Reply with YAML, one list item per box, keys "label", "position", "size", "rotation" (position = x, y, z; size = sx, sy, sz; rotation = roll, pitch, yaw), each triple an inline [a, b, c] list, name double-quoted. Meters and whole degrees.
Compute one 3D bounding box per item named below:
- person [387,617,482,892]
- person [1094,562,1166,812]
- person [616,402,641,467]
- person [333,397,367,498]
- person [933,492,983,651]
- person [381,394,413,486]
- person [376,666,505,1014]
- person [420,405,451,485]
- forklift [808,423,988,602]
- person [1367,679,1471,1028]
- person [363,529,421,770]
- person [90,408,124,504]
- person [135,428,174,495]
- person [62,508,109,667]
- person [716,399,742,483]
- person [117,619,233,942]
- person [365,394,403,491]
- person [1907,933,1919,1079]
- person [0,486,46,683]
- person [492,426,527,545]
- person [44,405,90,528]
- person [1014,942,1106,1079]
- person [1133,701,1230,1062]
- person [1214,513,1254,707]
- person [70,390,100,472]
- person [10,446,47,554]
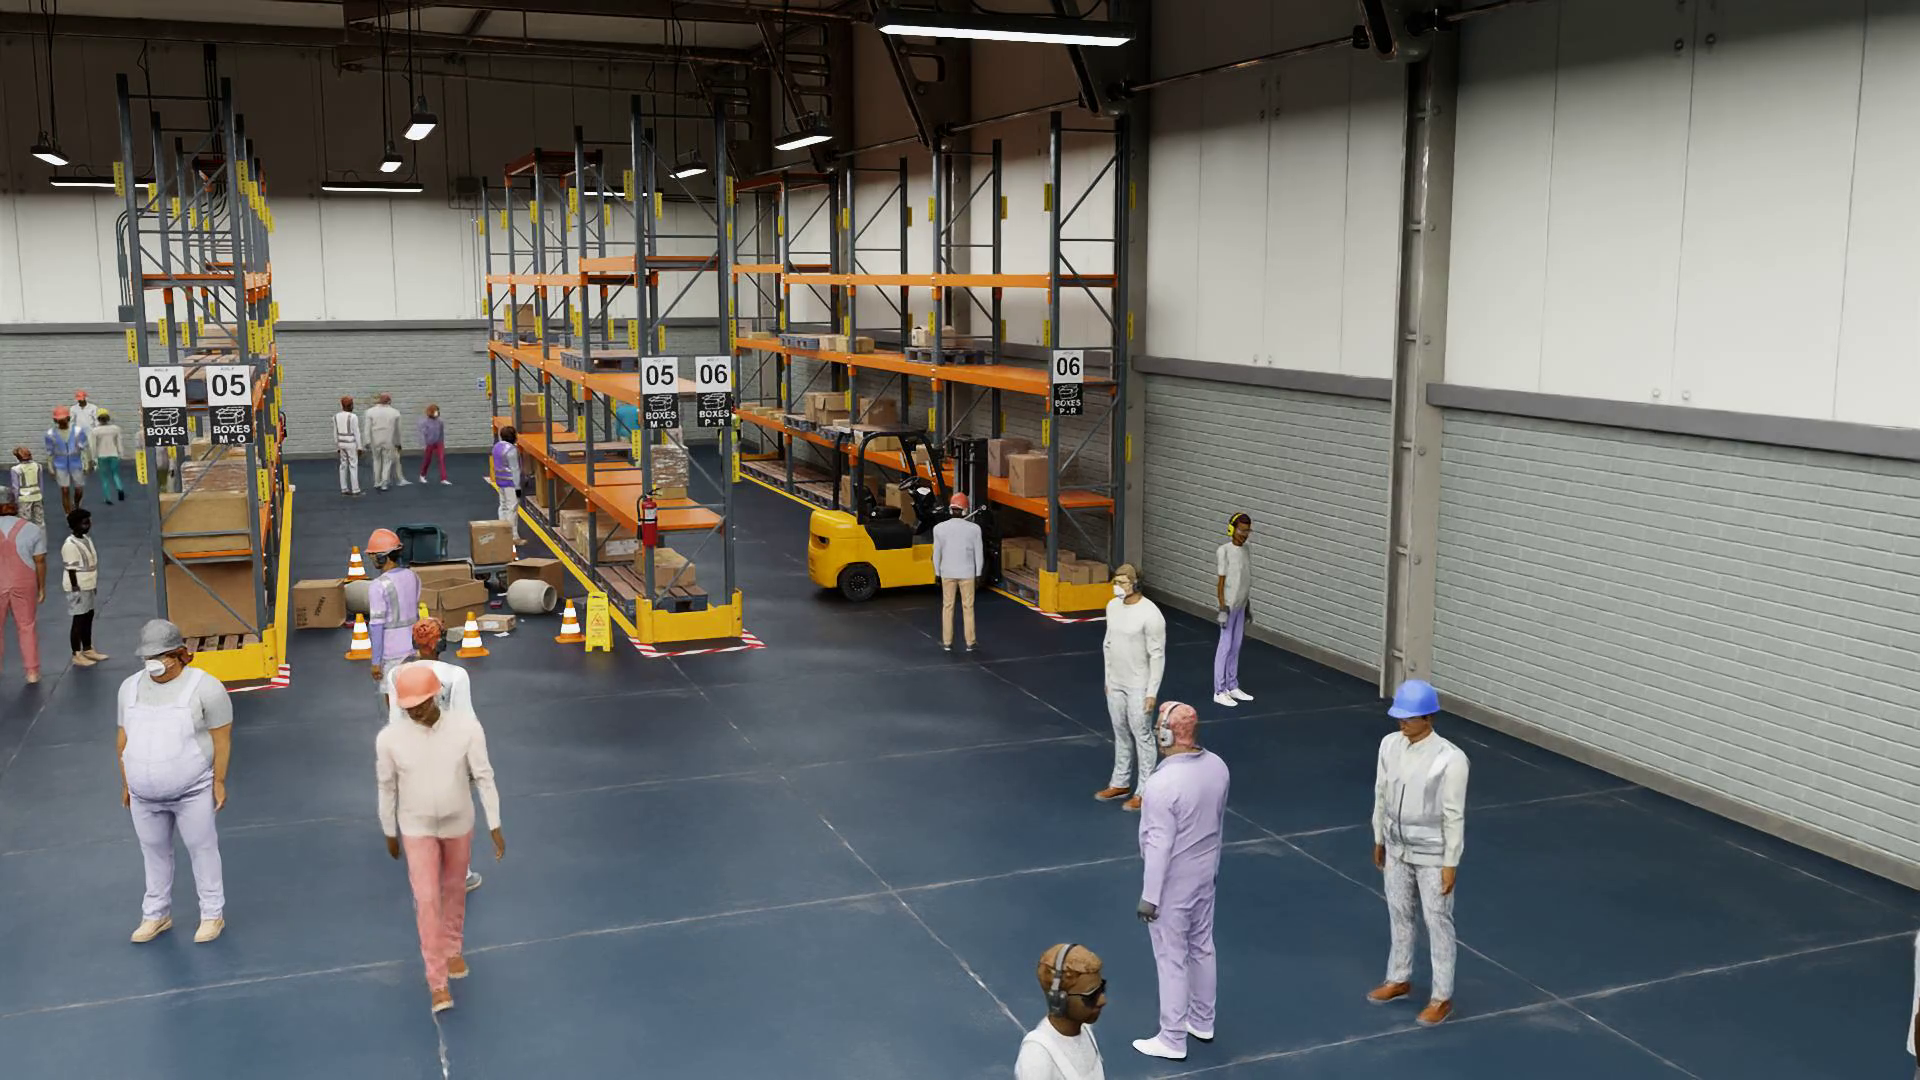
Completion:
- label: "person"
  position: [-3.490, 1.441, 11.077]
  size: [0.575, 1.882, 0.355]
  rotation: [1, 9, 5]
- label: "person"
  position: [1.329, 1.126, 12.881]
  size: [0.377, 1.940, 0.629]
  rotation: [-6, 11, -33]
- label: "person"
  position: [-6.845, -2.208, 34.510]
  size: [0.578, 1.739, 0.392]
  rotation: [-1, 9, -5]
- label: "person"
  position: [-11.403, -1.731, 31.030]
  size: [0.572, 1.886, 0.353]
  rotation: [4, 10, 23]
- label: "person"
  position: [-0.019, 0.348, 18.354]
  size: [0.564, 1.752, 0.340]
  rotation: [2, 9, 11]
- label: "person"
  position: [-11.144, -1.929, 32.460]
  size: [0.891, 1.826, 0.515]
  rotation: [4, 10, 26]
- label: "person"
  position: [-2.939, 1.665, 9.454]
  size: [0.641, 1.933, 1.007]
  rotation: [-4, 10, -25]
- label: "person"
  position: [-10.471, -1.901, 33.033]
  size: [0.512, 1.591, 0.842]
  rotation: [-9, 12, -43]
- label: "forklift"
  position: [-0.830, -0.399, 21.676]
  size: [2.313, 2.155, 1.214]
  rotation: [-4, 10, -21]
- label: "person"
  position: [2.526, 1.712, 9.223]
  size: [0.424, 1.938, 0.603]
  rotation: [-6, 11, -35]
- label: "person"
  position: [-4.752, 0.915, 13.932]
  size: [0.419, 2.034, 0.605]
  rotation: [2, 9, 15]
- label: "person"
  position: [-15.386, -1.510, 30.014]
  size: [0.444, 1.753, 0.533]
  rotation: [9, 13, 44]
- label: "person"
  position: [-13.635, -1.286, 28.204]
  size: [0.587, 1.901, 0.773]
  rotation: [-5, 10, -27]
- label: "person"
  position: [-9.299, 0.501, 17.605]
  size: [0.320, 1.687, 0.537]
  rotation: [-1, 9, -7]
- label: "person"
  position: [-4.595, -1.970, 33.121]
  size: [0.530, 1.697, 0.321]
  rotation: [3, 10, 21]
- label: "person"
  position: [-4.883, 1.489, 10.276]
  size: [0.689, 2.000, 0.539]
  rotation: [0, 9, 0]
- label: "person"
  position: [-11.113, -1.888, 32.123]
  size: [0.673, 1.853, 0.708]
  rotation: [-3, 9, -16]
- label: "person"
  position: [4.032, 2.136, 6.755]
  size: [0.532, 1.864, 0.310]
  rotation: [-7, 11, -36]
- label: "person"
  position: [-9.627, 0.448, 16.825]
  size: [0.685, 2.000, 0.535]
  rotation: [-6, 11, -35]
- label: "person"
  position: [-6.920, -0.836, 25.570]
  size: [0.430, 1.835, 0.658]
  rotation: [-9, 13, -44]
- label: "person"
  position: [-14.662, -1.213, 27.336]
  size: [0.630, 2.020, 0.478]
  rotation: [-5, 11, -31]
- label: "person"
  position: [0.358, 2.293, 5.825]
  size: [0.346, 1.847, 0.506]
  rotation: [4, 10, 22]
- label: "person"
  position: [1.142, 1.789, 8.815]
  size: [0.402, 1.904, 0.651]
  rotation: [8, 12, 41]
- label: "person"
  position: [2.660, 0.659, 16.056]
  size: [0.327, 1.865, 0.519]
  rotation: [8, 12, 41]
- label: "person"
  position: [-18.403, -2.287, 34.984]
  size: [0.578, 1.738, 0.354]
  rotation: [-1, 9, -9]
- label: "person"
  position: [-13.708, -0.566, 24.476]
  size: [0.311, 1.638, 0.514]
  rotation: [4, 10, 21]
